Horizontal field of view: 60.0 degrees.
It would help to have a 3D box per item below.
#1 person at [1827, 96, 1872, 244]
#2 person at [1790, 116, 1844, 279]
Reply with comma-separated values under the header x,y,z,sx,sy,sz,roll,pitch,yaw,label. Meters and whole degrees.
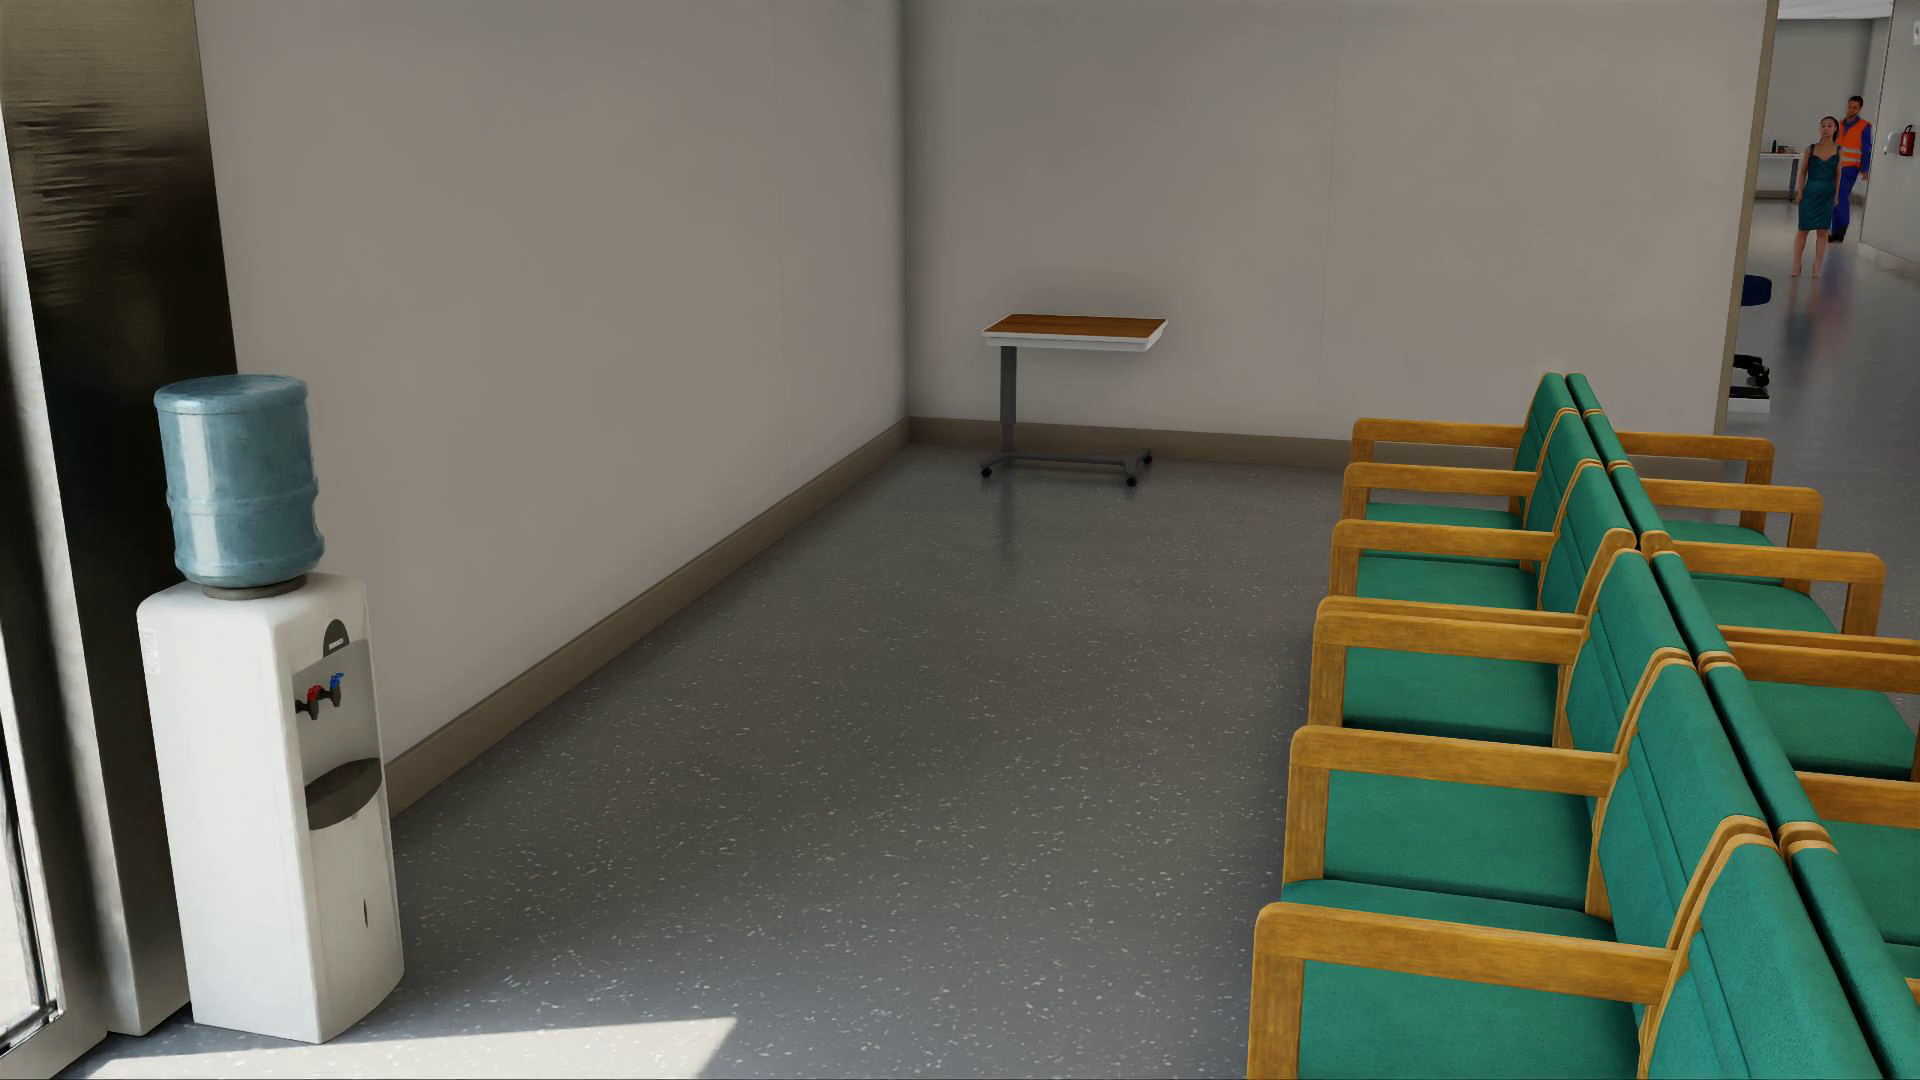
x,y,z,sx,sy,sz,roll,pitch,yaw,label
11.320,-4.684,21.105,0.961,1.844,0.931,-6,17,-19,person
9.135,-3.641,17.696,0.472,1.686,0.655,7,17,25,person
